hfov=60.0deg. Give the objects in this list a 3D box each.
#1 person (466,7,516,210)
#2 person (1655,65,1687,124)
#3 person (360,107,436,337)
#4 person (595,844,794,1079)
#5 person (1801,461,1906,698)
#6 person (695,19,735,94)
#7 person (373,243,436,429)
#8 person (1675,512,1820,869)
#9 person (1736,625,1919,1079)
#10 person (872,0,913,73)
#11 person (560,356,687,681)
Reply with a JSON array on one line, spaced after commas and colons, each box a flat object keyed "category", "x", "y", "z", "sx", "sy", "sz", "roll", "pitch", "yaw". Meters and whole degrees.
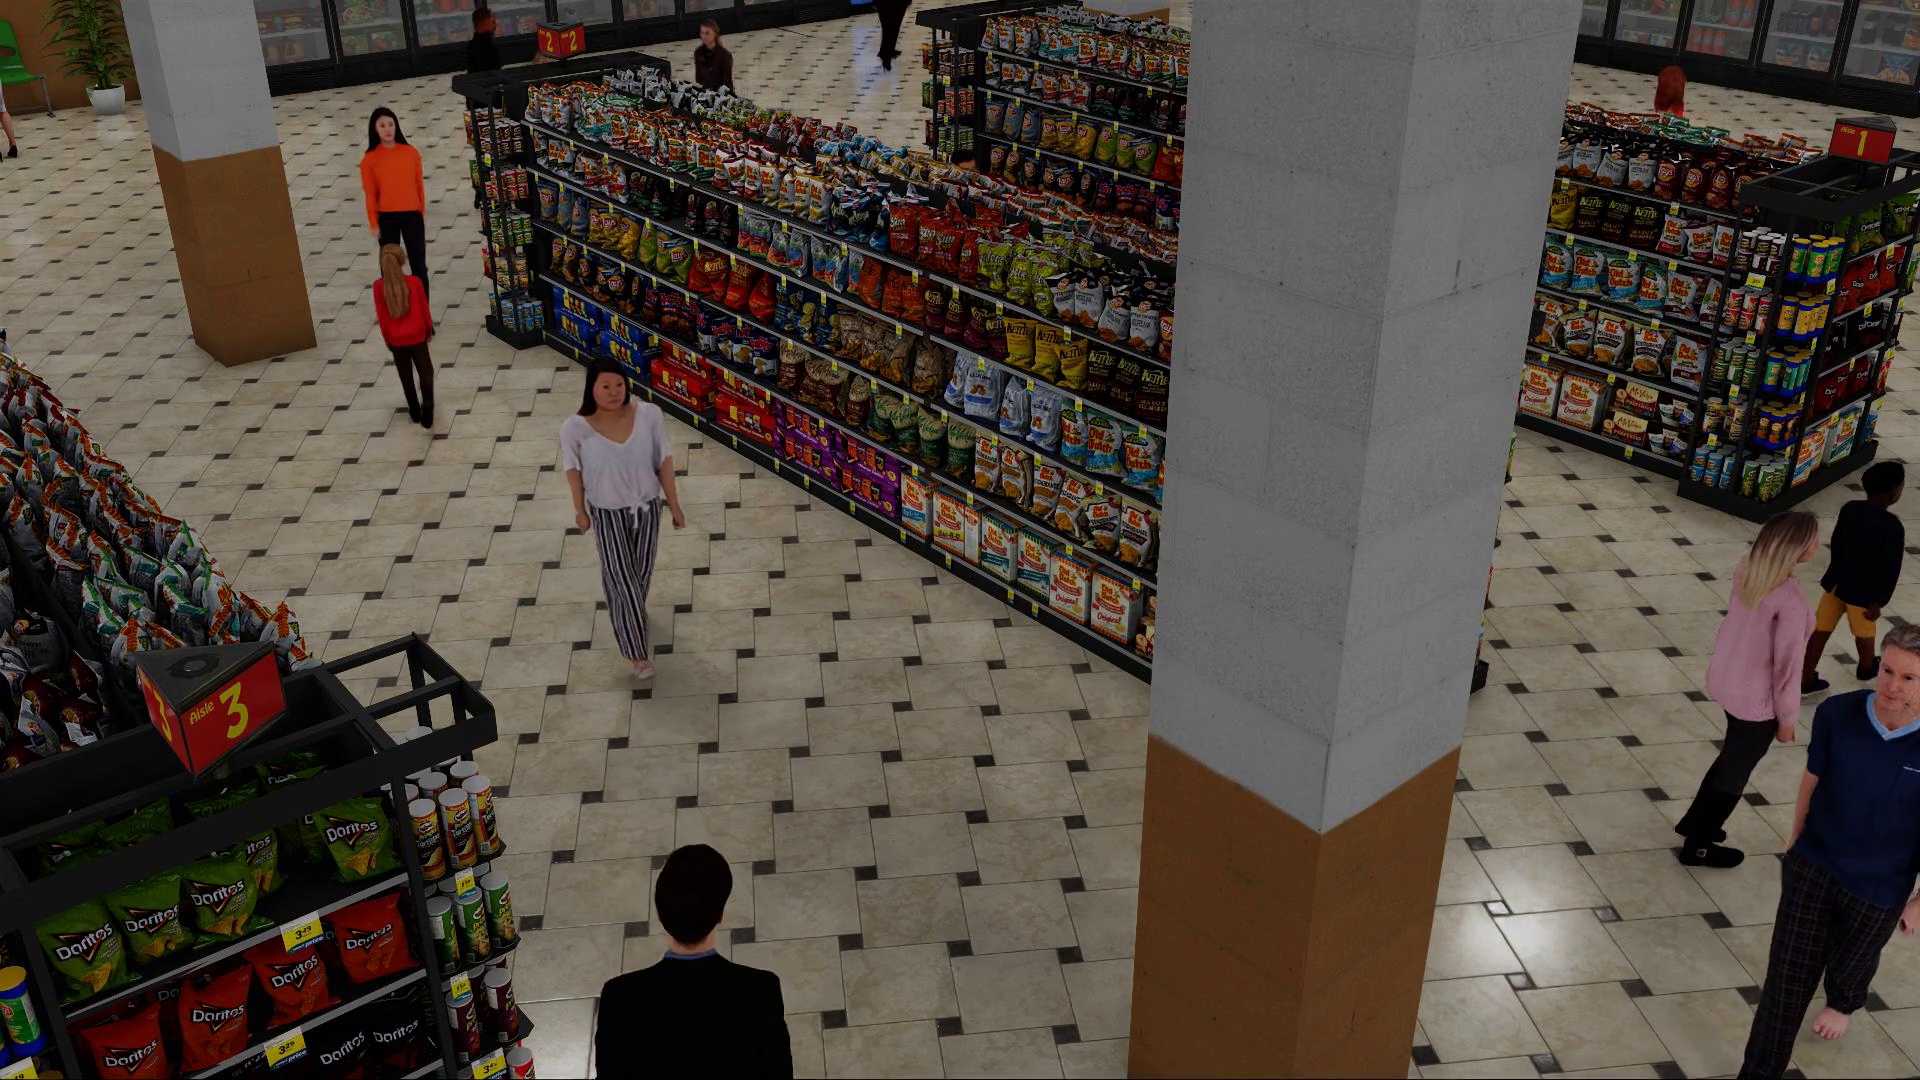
[{"category": "person", "x": -4.629, "y": -4.102, "z": 15.949, "sx": 0.893, "sy": 1.882, "sz": 0.811, "roll": -9, "pitch": 28, "yaw": -17}, {"category": "person", "x": 5.900, "y": -2.984, "z": 13.854, "sx": 1.177, "sy": 1.783, "sz": 0.852, "roll": 16, "pitch": 31, "yaw": 28}, {"category": "person", "x": -4.398, "y": -2.489, "z": 12.950, "sx": 0.735, "sy": 1.718, "sz": 1.125, "roll": -15, "pitch": 31, "yaw": -27}, {"category": "person", "x": -0.714, "y": 1.699, "z": 4.526, "sx": 0.985, "sy": 1.868, "sz": 1.209, "roll": -6, "pitch": 28, "yaw": -12}, {"category": "person", "x": 4.323, "y": 0.222, "z": 8.123, "sx": 0.708, "sy": 1.249, "sz": 0.801, "roll": -13, "pitch": 30, "yaw": -23}, {"category": "person", "x": -2.403, "y": -4.362, "z": 16.684, "sx": 0.921, "sy": 1.681, "sz": 0.917, "roll": 12, "pitch": 29, "yaw": 22}, {"category": "person", "x": -3.723, "y": -1.349, "z": 11.198, "sx": 0.672, "sy": 1.269, "sz": 0.853, "roll": -7, "pitch": 28, "yaw": -14}, {"category": "person", "x": 3.151, "y": 0.638, "z": 6.832, "sx": 0.779, "sy": 1.675, "sz": 0.703, "roll": -1, "pitch": 27, "yaw": -2}, {"category": "person", "x": 3.112, "y": 1.114, "z": 5.735, "sx": 1.177, "sy": 1.817, "sz": 0.862, "roll": 22, "pitch": 34, "yaw": 36}, {"category": "person", "x": -0.952, "y": -7.060, "z": 21.966, "sx": 1.159, "sy": 1.716, "sz": 1.033, "roll": 12, "pitch": 29, "yaw": 22}, {"category": "person", "x": -1.719, "y": -0.178, "z": 8.484, "sx": 0.893, "sy": 1.635, "sz": 1.213, "roll": -12, "pitch": 29, "yaw": -22}]
